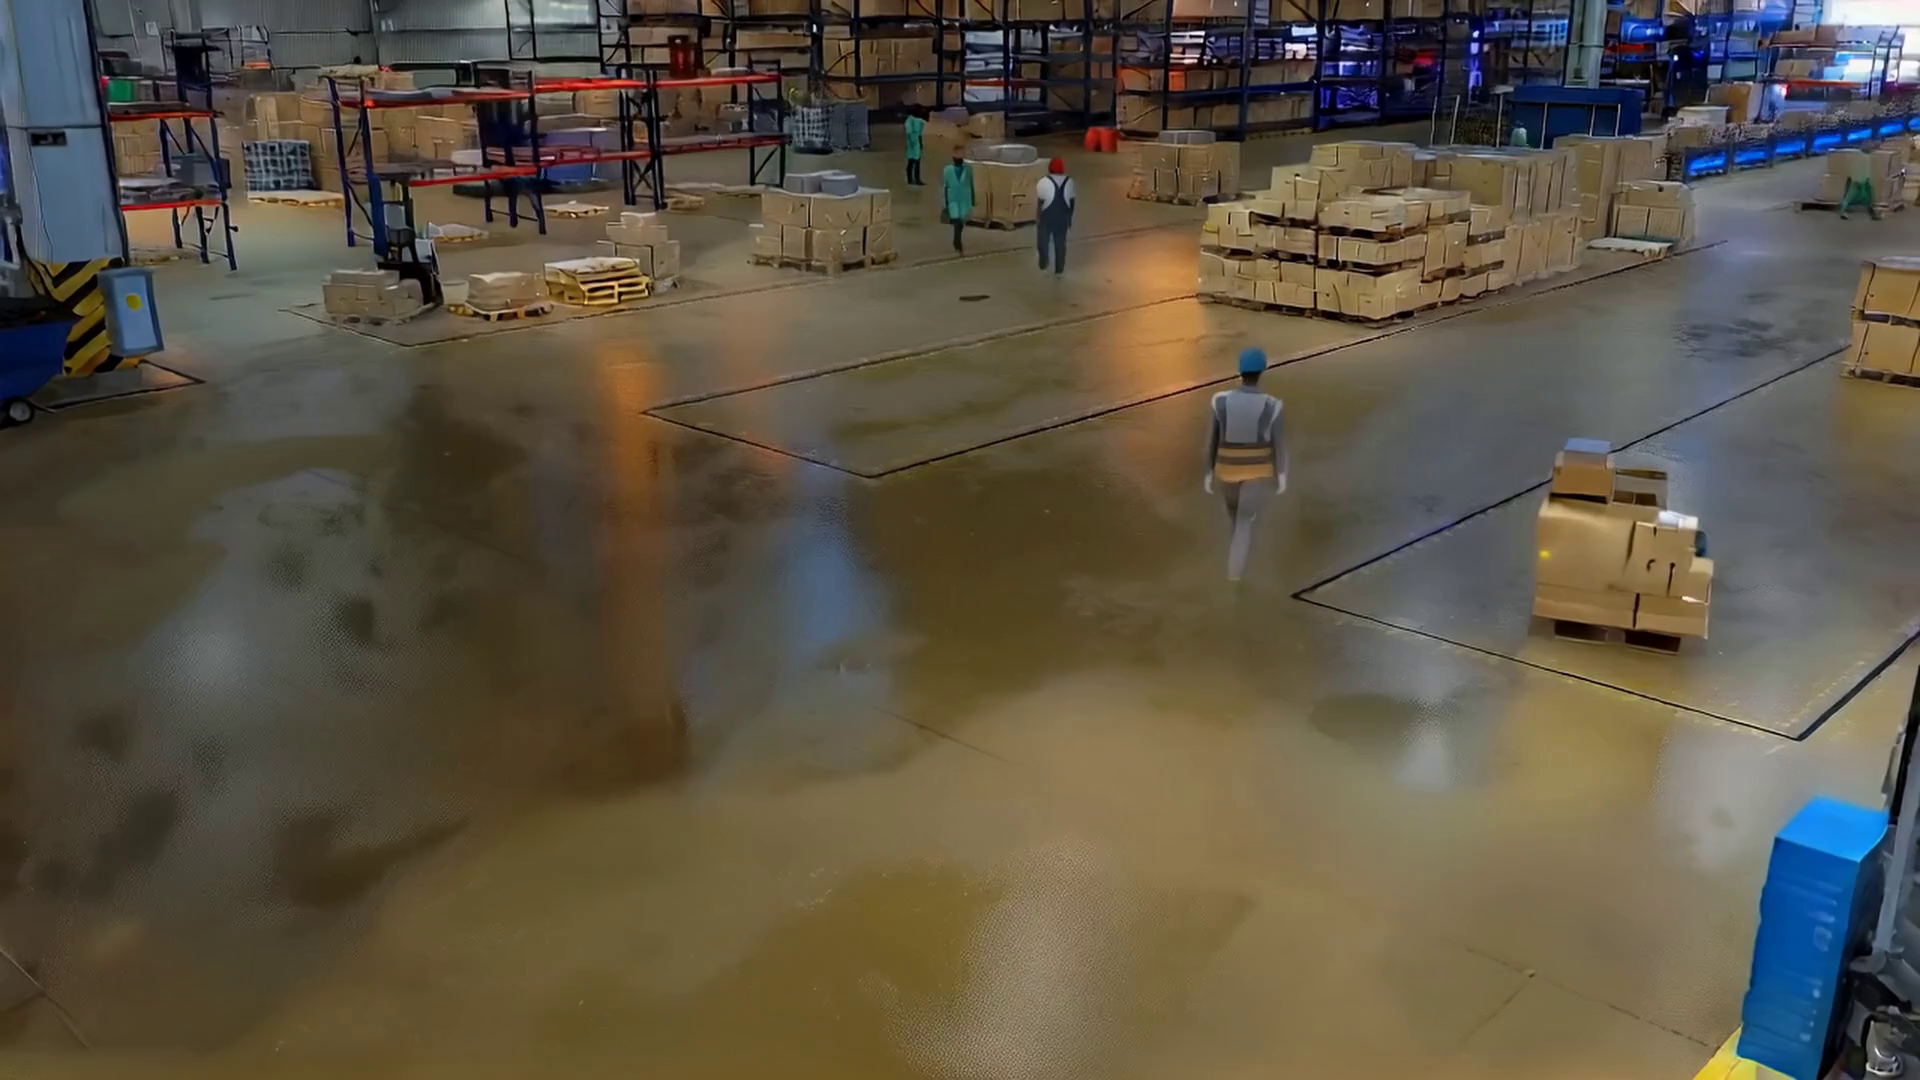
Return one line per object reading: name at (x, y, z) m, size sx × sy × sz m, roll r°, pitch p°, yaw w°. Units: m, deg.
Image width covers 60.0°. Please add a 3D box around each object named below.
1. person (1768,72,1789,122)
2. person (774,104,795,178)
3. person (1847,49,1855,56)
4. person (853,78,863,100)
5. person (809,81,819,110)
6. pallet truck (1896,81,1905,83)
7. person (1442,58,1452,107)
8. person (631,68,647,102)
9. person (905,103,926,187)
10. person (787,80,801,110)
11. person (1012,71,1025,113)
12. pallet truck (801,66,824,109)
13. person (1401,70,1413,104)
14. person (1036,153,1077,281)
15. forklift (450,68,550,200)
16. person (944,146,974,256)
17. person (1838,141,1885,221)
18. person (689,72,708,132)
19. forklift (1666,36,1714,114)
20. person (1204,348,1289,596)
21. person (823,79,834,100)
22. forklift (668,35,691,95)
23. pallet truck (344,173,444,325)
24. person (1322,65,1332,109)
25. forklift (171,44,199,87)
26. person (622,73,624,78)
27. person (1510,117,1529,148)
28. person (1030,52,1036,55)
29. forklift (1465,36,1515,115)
person at (25.565, -13.580, 52.011) m, size 0.395 × 2.040 × 0.609 m, roll -7°, pitch 19°, yaw -19°
person at (-4.310, -9.764, 40.832) m, size 0.537 × 1.836 × 0.603 m, roll -13°, pitch 23°, yaw -35°
person at (40.196, -21.286, 75.349) m, size 0.658 × 1.964 × 0.731 m, roll 2°, pitch 18°, yaw 5°
person at (-3.151, -13.260, 51.238) m, size 0.370 × 1.915 × 0.597 m, roll 2°, pitch 18°, yaw 6°
person at (-4.753, -13.965, 53.713) m, size 0.460 × 1.679 × 0.560 m, roll 4°, pitch 19°, yaw 13°
pallet truck at (34.802, -16.331, 61.455) m, size 0.653 × 1.274 × 1.630 m, roll 17°, pitch 25°, yaw 41°
person at (19.307, -18.165, 66.071) m, size 0.889 × 1.873 × 0.676 m, roll -17°, pitch 25°, yaw -41°
person at (-11.098, -15.448, 57.825) m, size 0.680 × 1.914 × 0.579 m, roll 12°, pitch 22°, yaw 32°
person at (-1.067, -9.390, 39.499) m, size 0.361 × 1.964 × 0.617 m, roll -12°, pitch 22°, yaw -32°
person at (-5.494, -14.359, 54.988) m, size 0.525 × 1.637 × 0.307 m, roll 10°, pitch 21°, yaw 28°
person at (2.186, -16.261, 60.645) m, size 0.639 × 1.676 × 0.538 m, roll -16°, pitch 24°, yaw -40°
pallet truck at (-4.812, -15.182, 56.903) m, size 0.823 × 1.965 × 1.885 m, roll -9°, pitch 21°, yaw -26°
person at (16.544, -16.452, 61.261) m, size 0.882 × 1.643 × 0.551 m, roll 16°, pitch 24°, yaw 40°
person at (1.504, -5.211, 26.793) m, size 0.695 × 2.000 × 0.632 m, roll -6°, pitch 19°, yaw -17°
forklift at (-10.418, -9.136, 37.307) m, size 1.129 × 2.768 × 1.873 m, roll 17°, pitch 25°, yaw 41°
person at (-0.033, -6.053, 29.557) m, size 0.549 × 1.907 × 0.912 m, roll -5°, pitch 19°, yaw -16°
person at (18.345, -7.263, 33.696) m, size 0.861 × 1.580 × 0.521 m, roll 17°, pitch 25°, yaw 42°
person at (-8.563, -14.289, 54.320) m, size 0.505 × 1.927 × 0.648 m, roll -4°, pitch 19°, yaw -13°
forklift at (27.341, -17.291, 61.877) m, size 1.129 × 2.768 × 1.873 m, roll 17°, pitch 25°, yaw 41°
person at (2.262, -0.572, 13.044) m, size 0.637 × 1.888 × 1.013 m, roll 7°, pitch 20°, yaw 21°
person at (-4.877, -16.578, 61.489) m, size 0.629 × 1.759 × 1.037 m, roll 16°, pitch 24°, yaw 39°
forklift at (-10.752, -17.943, 63.842) m, size 1.129 × 2.768 × 1.873 m, roll 17°, pitch 25°, yaw 41°
pallet truck at (-8.209, -4.181, 23.757) m, size 0.823 × 1.965 × 1.885 m, roll 3°, pitch 19°, yaw 9°
person at (13.841, -16.948, 62.584) m, size 0.526 × 1.768 × 0.331 m, roll 14°, pitch 23°, yaw 35°
forklift at (-24.593, -14.348, 53.009) m, size 1.129 × 2.768 × 1.873 m, roll 17°, pitch 25°, yaw 41°
person at (-10.556, -13.657, 52.315) m, size 0.399 × 1.989 × 0.622 m, roll 9°, pitch 20°, yaw 25°
person at (13.311, -9.223, 39.548) m, size 0.531 × 1.606 × 0.487 m, roll -16°, pitch 24°, yaw -40°
person at (3.484, -22.951, 80.512) m, size 0.851 × 1.870 × 0.651 m, roll -17°, pitch 25°, yaw -41°
forklift at (19.973, -17.201, 61.605) m, size 1.873 × 2.768 × 1.129 m, roll 16°, pitch 24°, yaw 40°
